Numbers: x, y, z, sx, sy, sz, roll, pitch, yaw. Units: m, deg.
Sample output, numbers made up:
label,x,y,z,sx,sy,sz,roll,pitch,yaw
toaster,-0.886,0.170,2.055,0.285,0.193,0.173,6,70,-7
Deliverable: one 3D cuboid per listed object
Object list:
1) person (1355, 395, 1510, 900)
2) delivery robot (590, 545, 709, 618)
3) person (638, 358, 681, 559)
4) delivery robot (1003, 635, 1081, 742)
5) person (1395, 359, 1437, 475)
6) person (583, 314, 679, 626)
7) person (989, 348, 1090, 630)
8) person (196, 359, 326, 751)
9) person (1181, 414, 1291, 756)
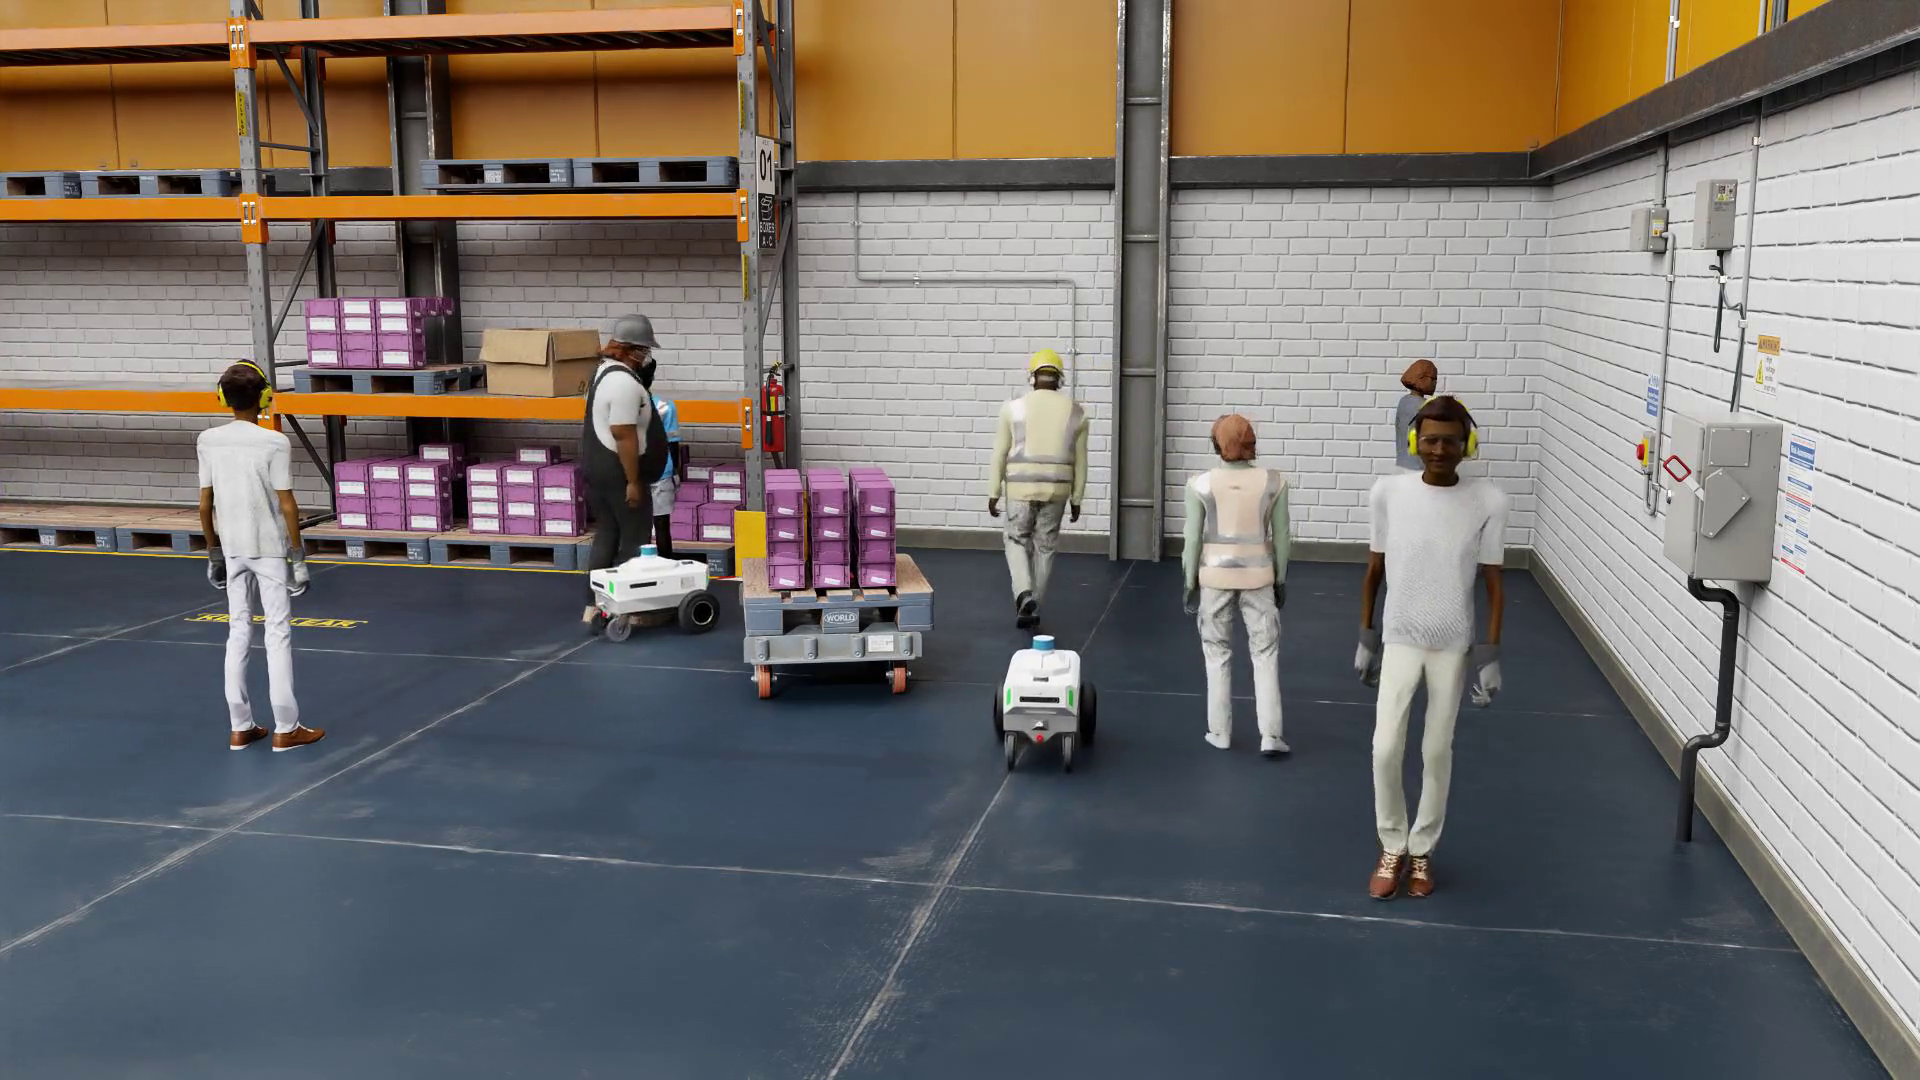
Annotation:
label,x,y,z,sx,sy,sz,roll,pitch,yaw
person,1.689,0.408,5.999,0.529,1.849,0.554,3,10,18
delivery robot,-1.948,0.272,10.451,0.707,0.478,0.477,-7,12,-35
person,-2.208,-0.449,11.644,0.531,1.697,0.322,0,9,2
delivery robot,0.395,0.697,7.891,0.477,0.478,0.707,1,9,5
person,3.331,-0.501,12.151,0.286,1.633,0.498,-2,10,-9
person,-2.148,-0.463,10.694,0.594,2.000,0.690,-5,10,-26
person,0.503,-0.299,10.439,0.621,1.802,0.599,-1,9,-6
person,-3.349,0.077,7.938,0.533,1.876,0.320,2,10,11
person,1.305,0.231,7.840,0.515,1.615,0.483,1,9,4
